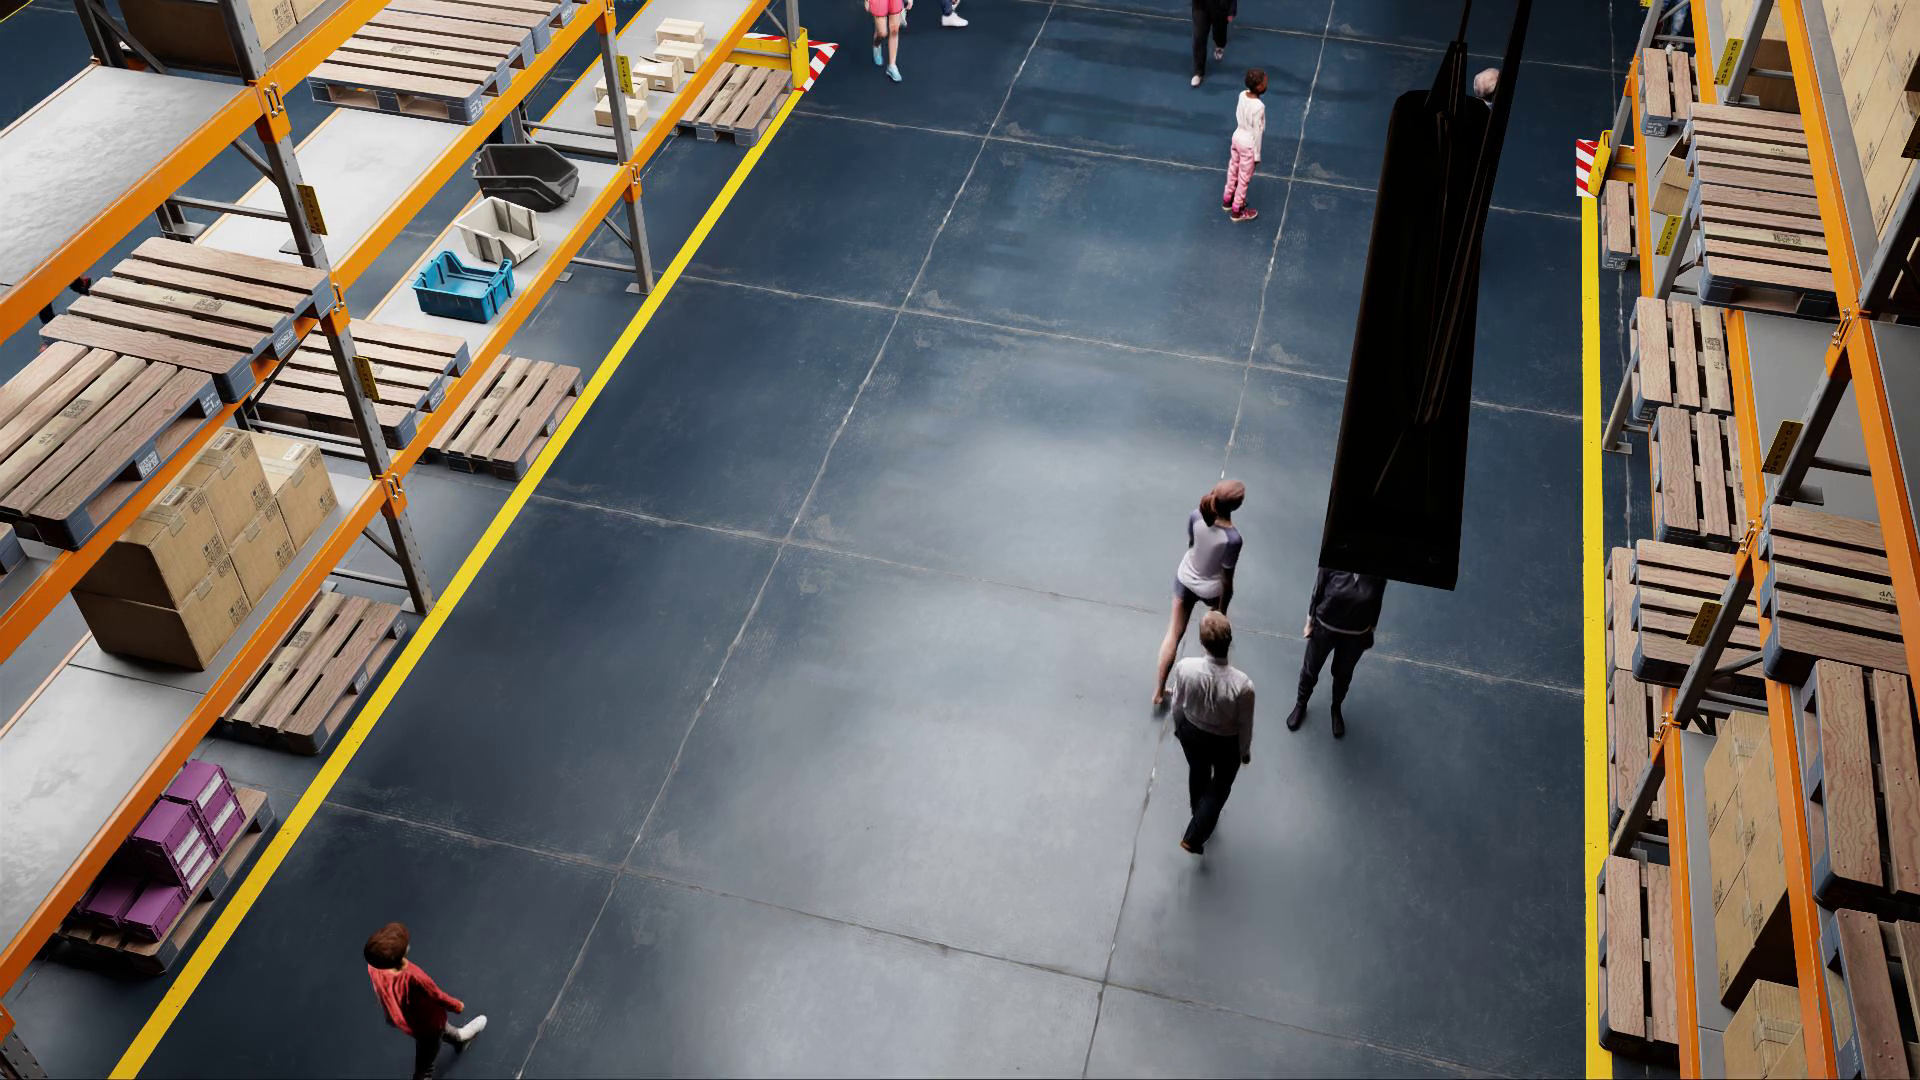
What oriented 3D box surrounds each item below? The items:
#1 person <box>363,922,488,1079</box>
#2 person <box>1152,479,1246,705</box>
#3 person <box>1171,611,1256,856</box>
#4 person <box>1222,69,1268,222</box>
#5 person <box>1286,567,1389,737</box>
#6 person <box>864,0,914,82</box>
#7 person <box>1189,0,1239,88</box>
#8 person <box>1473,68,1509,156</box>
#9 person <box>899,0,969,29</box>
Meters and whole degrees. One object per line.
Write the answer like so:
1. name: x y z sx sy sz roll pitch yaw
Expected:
1. person: -2.840 2.522 8.600 0.668 1.385 0.998 20 47 20
2. person: 1.500 0.348 10.647 0.840 1.710 1.216 26 50 25
3. person: 1.430 1.194 9.695 0.797 1.798 0.919 22 48 21
4. person: 2.576 -3.579 14.962 0.680 1.444 0.597 -15 46 -15
5. person: 2.381 0.544 10.390 0.575 1.781 0.477 9 44 9
6. person: -0.785 -5.518 16.764 0.816 1.765 0.886 -18 47 -18
7. person: 2.576 -5.429 16.798 0.669 1.590 1.014 12 45 13
8. person: 4.341 -3.155 14.207 0.711 1.871 0.639 22 48 21
9. person: -0.340 -6.167 17.439 1.062 1.774 1.137 -10 44 -10
